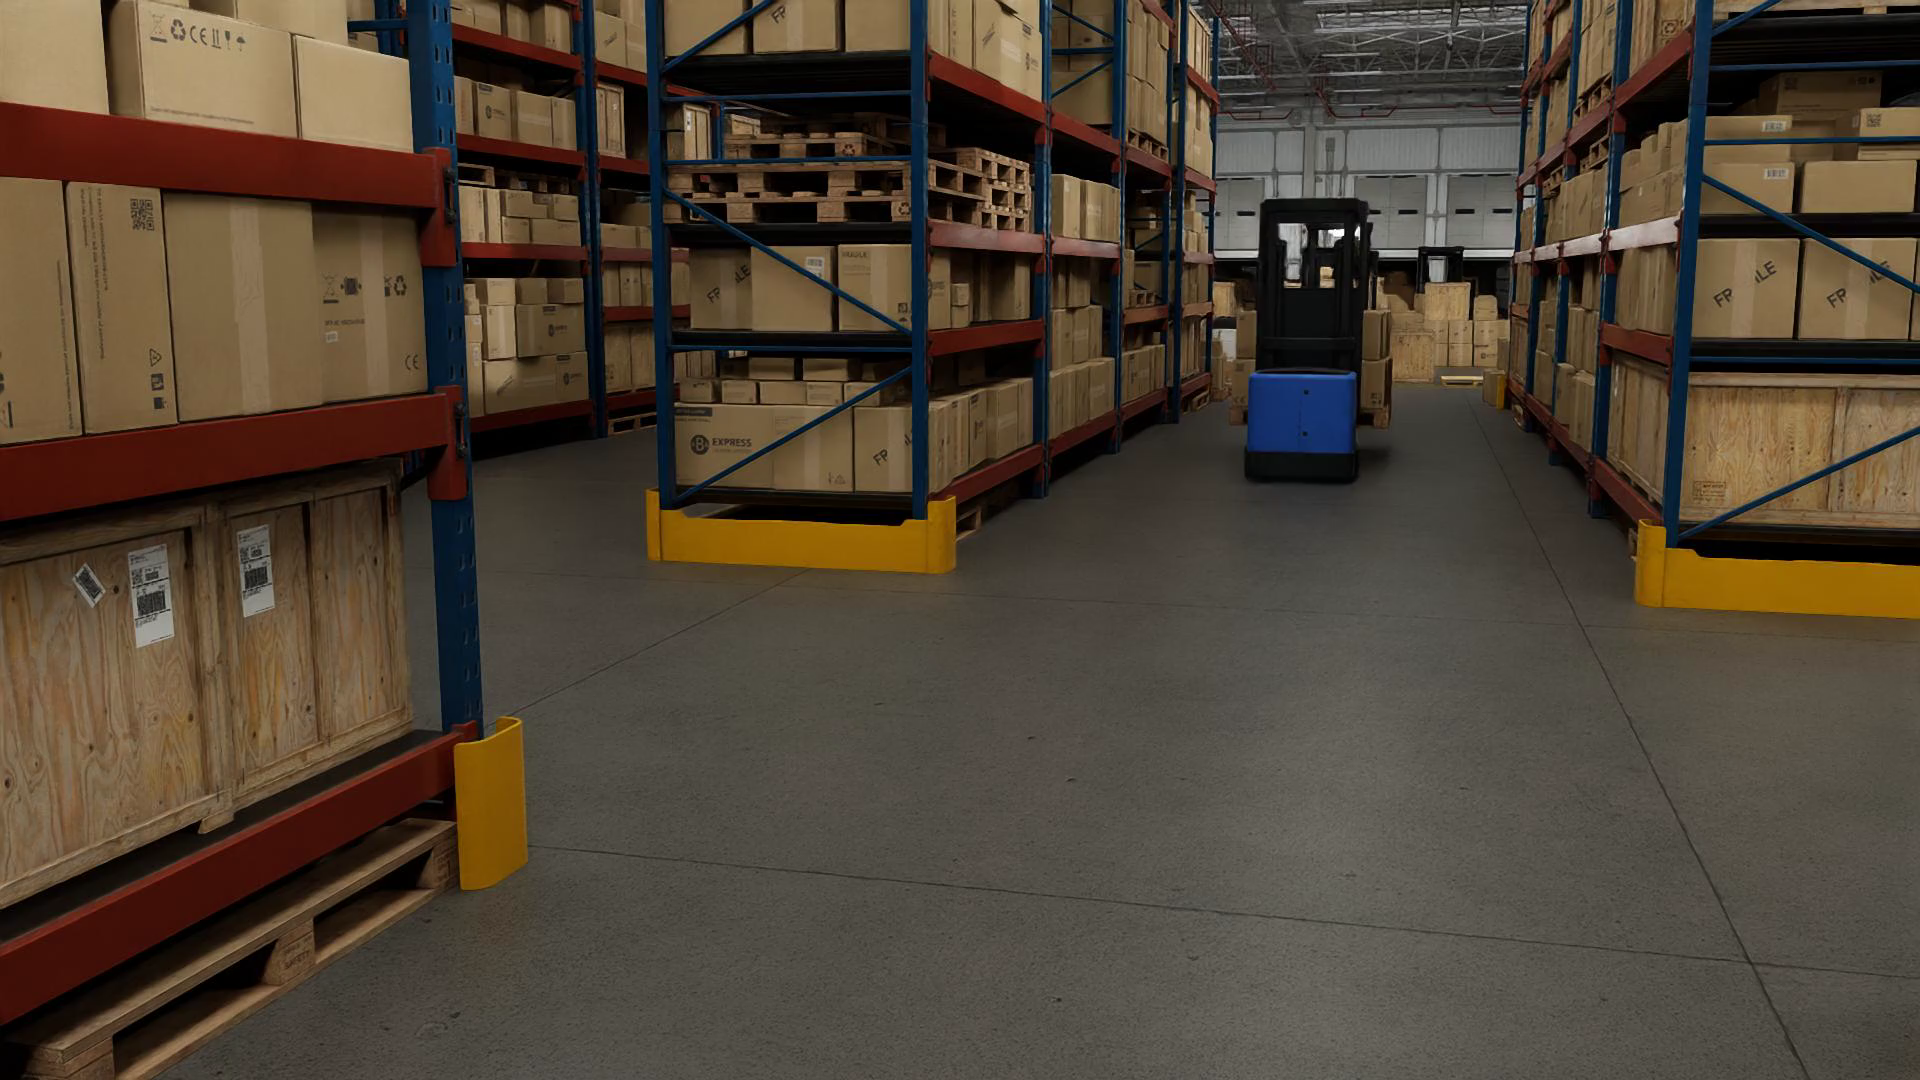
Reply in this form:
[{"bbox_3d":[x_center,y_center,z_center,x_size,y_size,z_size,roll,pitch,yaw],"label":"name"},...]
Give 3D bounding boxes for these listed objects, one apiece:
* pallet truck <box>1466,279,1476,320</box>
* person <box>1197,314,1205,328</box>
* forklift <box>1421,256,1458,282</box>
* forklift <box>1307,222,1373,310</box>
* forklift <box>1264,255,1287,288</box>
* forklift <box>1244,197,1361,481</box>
[{"bbox_3d":[18.896,-8.459,60.307,1.885,1.965,0.823,5,10,31],"label":"pallet truck"},{"bbox_3d":[4.271,-3.599,30.626,0.516,1.626,0.369,-5,10,-29],"label":"person"},{"bbox_3d":[12.201,-6.084,42.428,1.129,2.768,1.873,2,9,15],"label":"forklift"},{"bbox_3d":[5.478,-3.211,24.173,1.129,2.768,1.873,2,9,15],"label":"forklift"},{"bbox_3d":[10.799,-8.409,57.195,1.129,2.768,1.873,-9,12,-44],"label":"forklift"},{"bbox_3d":[3.552,-2.082,17.000,1.129,2.768,1.873,2,9,15],"label":"forklift"}]
